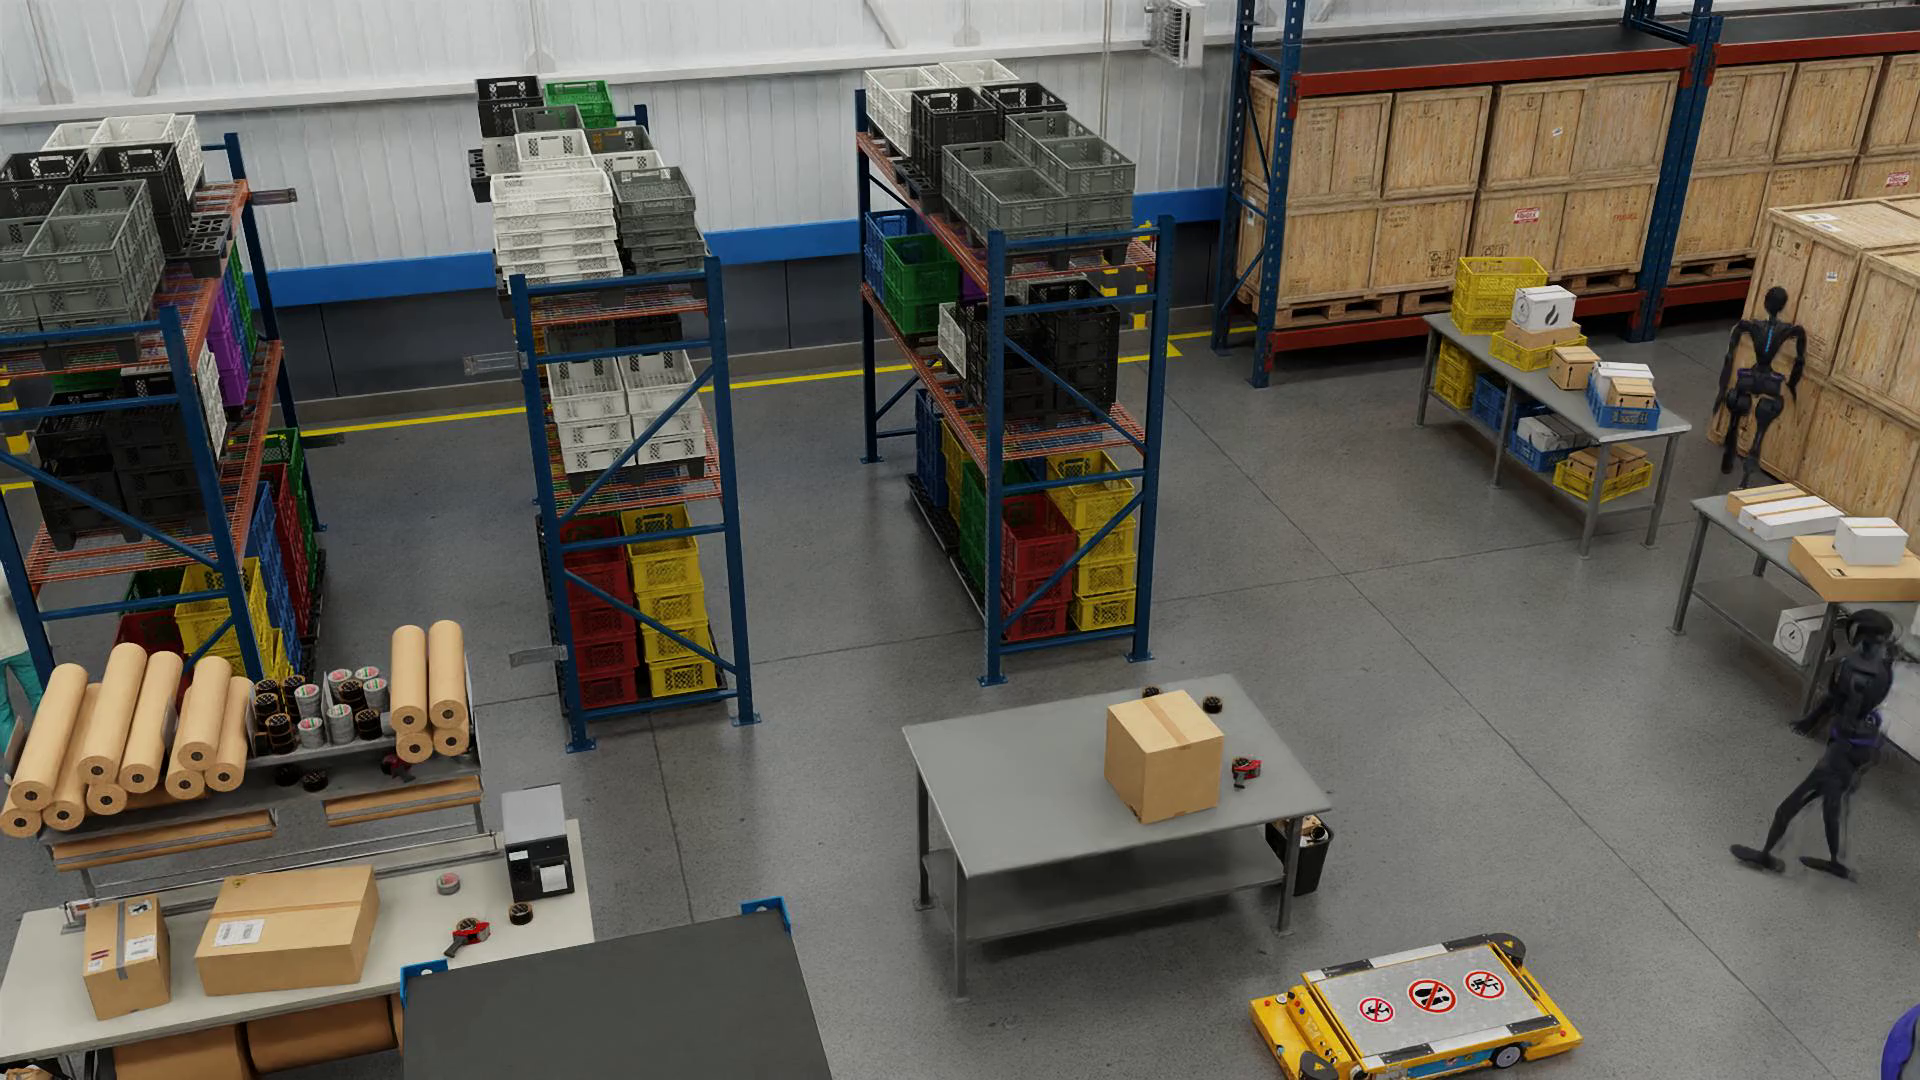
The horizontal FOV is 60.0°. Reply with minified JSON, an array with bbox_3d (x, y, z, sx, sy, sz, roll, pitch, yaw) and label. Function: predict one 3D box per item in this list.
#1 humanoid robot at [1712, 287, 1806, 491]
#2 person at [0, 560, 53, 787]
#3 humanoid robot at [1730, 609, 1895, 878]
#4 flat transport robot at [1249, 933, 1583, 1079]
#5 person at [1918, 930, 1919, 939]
[{"bbox_3d":[6.160,-1.149,12.841,0.557,1.618,0.818,14,32,24],"label":"humanoid robot"},{"bbox_3d":[-5.455,0.632,9.459,0.534,1.767,0.317,-22,36,-35],"label":"person"},{"bbox_3d":[4.549,1.074,8.764,0.679,1.630,0.592,18,34,29],"label":"humanoid robot"},{"bbox_3d":[2.184,2.282,7.980,1.431,0.197,0.652,-8,30,-14],"label":"flat transport robot"},{"bbox_3d":[5.173,1.227,8.255,0.355,1.881,0.574,19,34,31],"label":"person"}]
